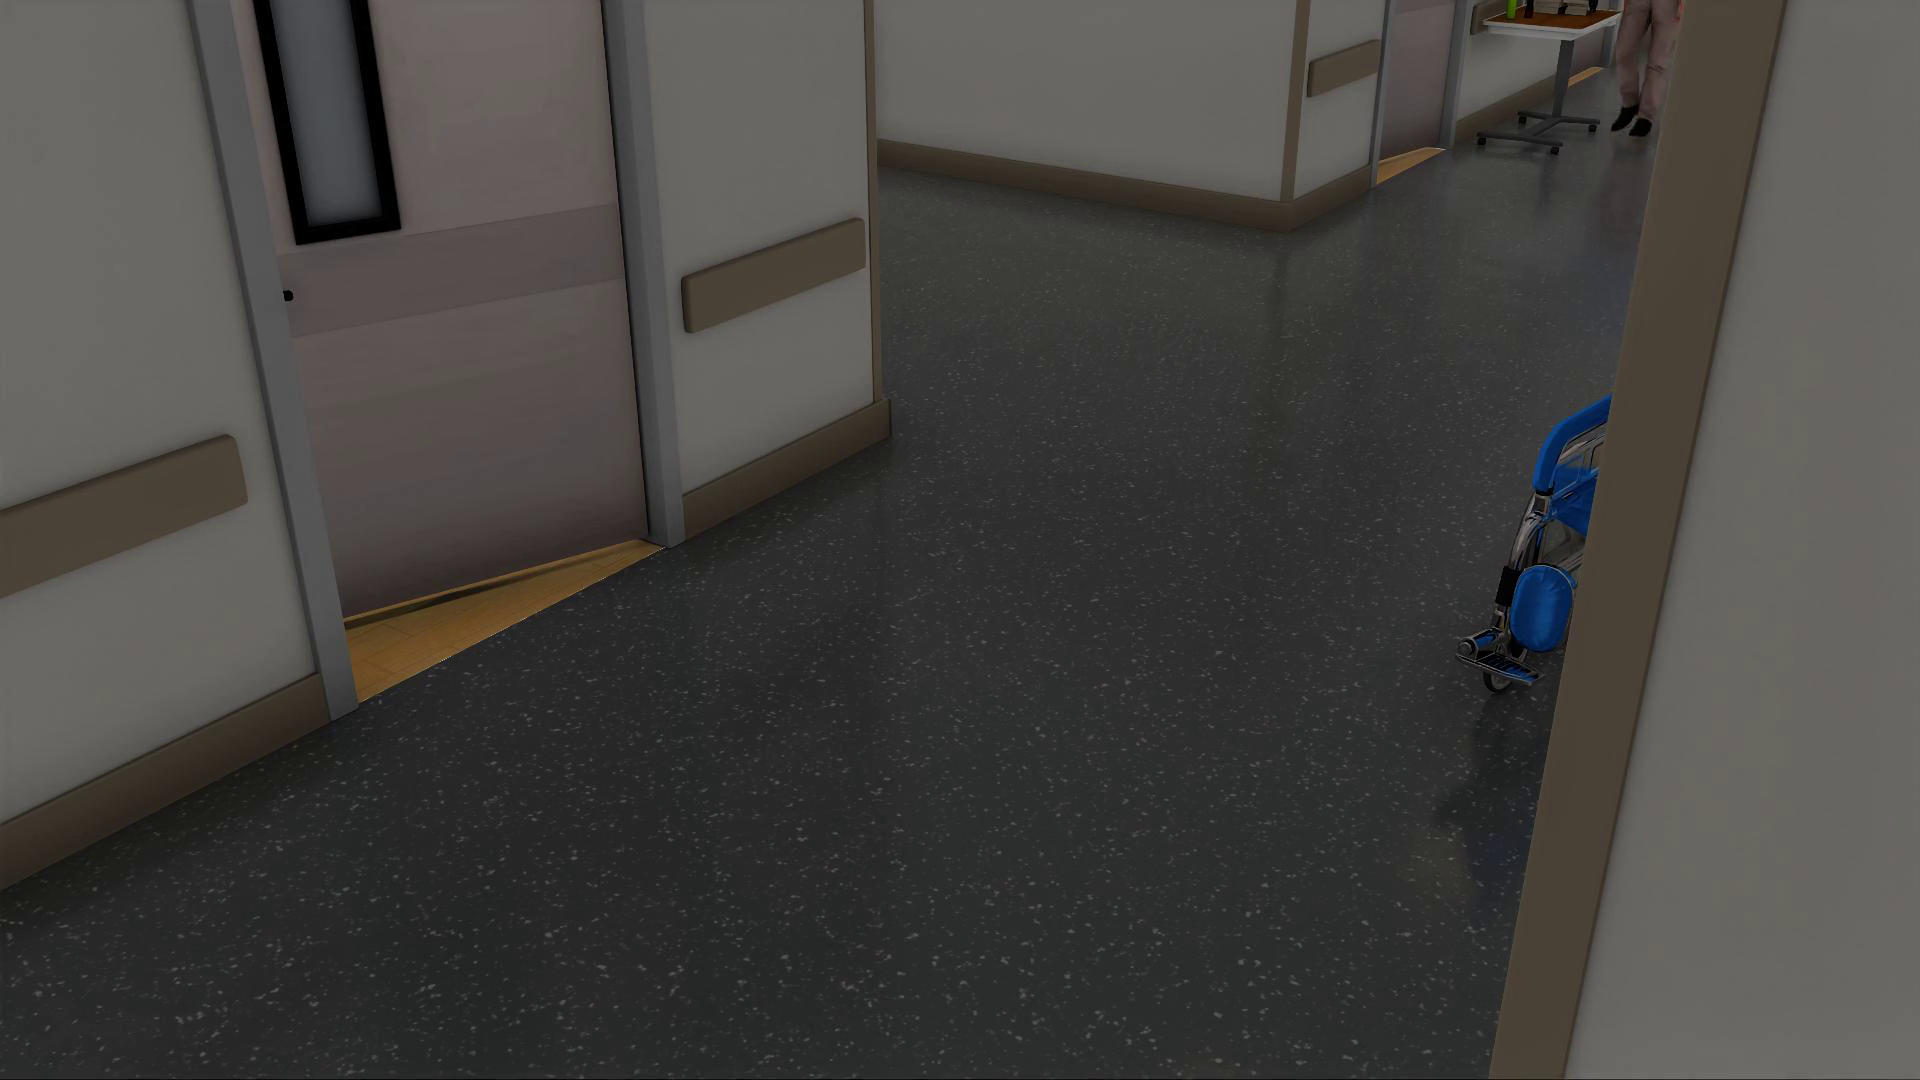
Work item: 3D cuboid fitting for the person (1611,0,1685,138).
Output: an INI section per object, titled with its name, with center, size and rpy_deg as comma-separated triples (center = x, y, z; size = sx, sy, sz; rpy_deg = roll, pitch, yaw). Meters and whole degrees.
[person]
center = 4.696, -3.632, 11.114
size = 0.661, 1.826, 0.639
rpy_deg = 19, 32, 34
